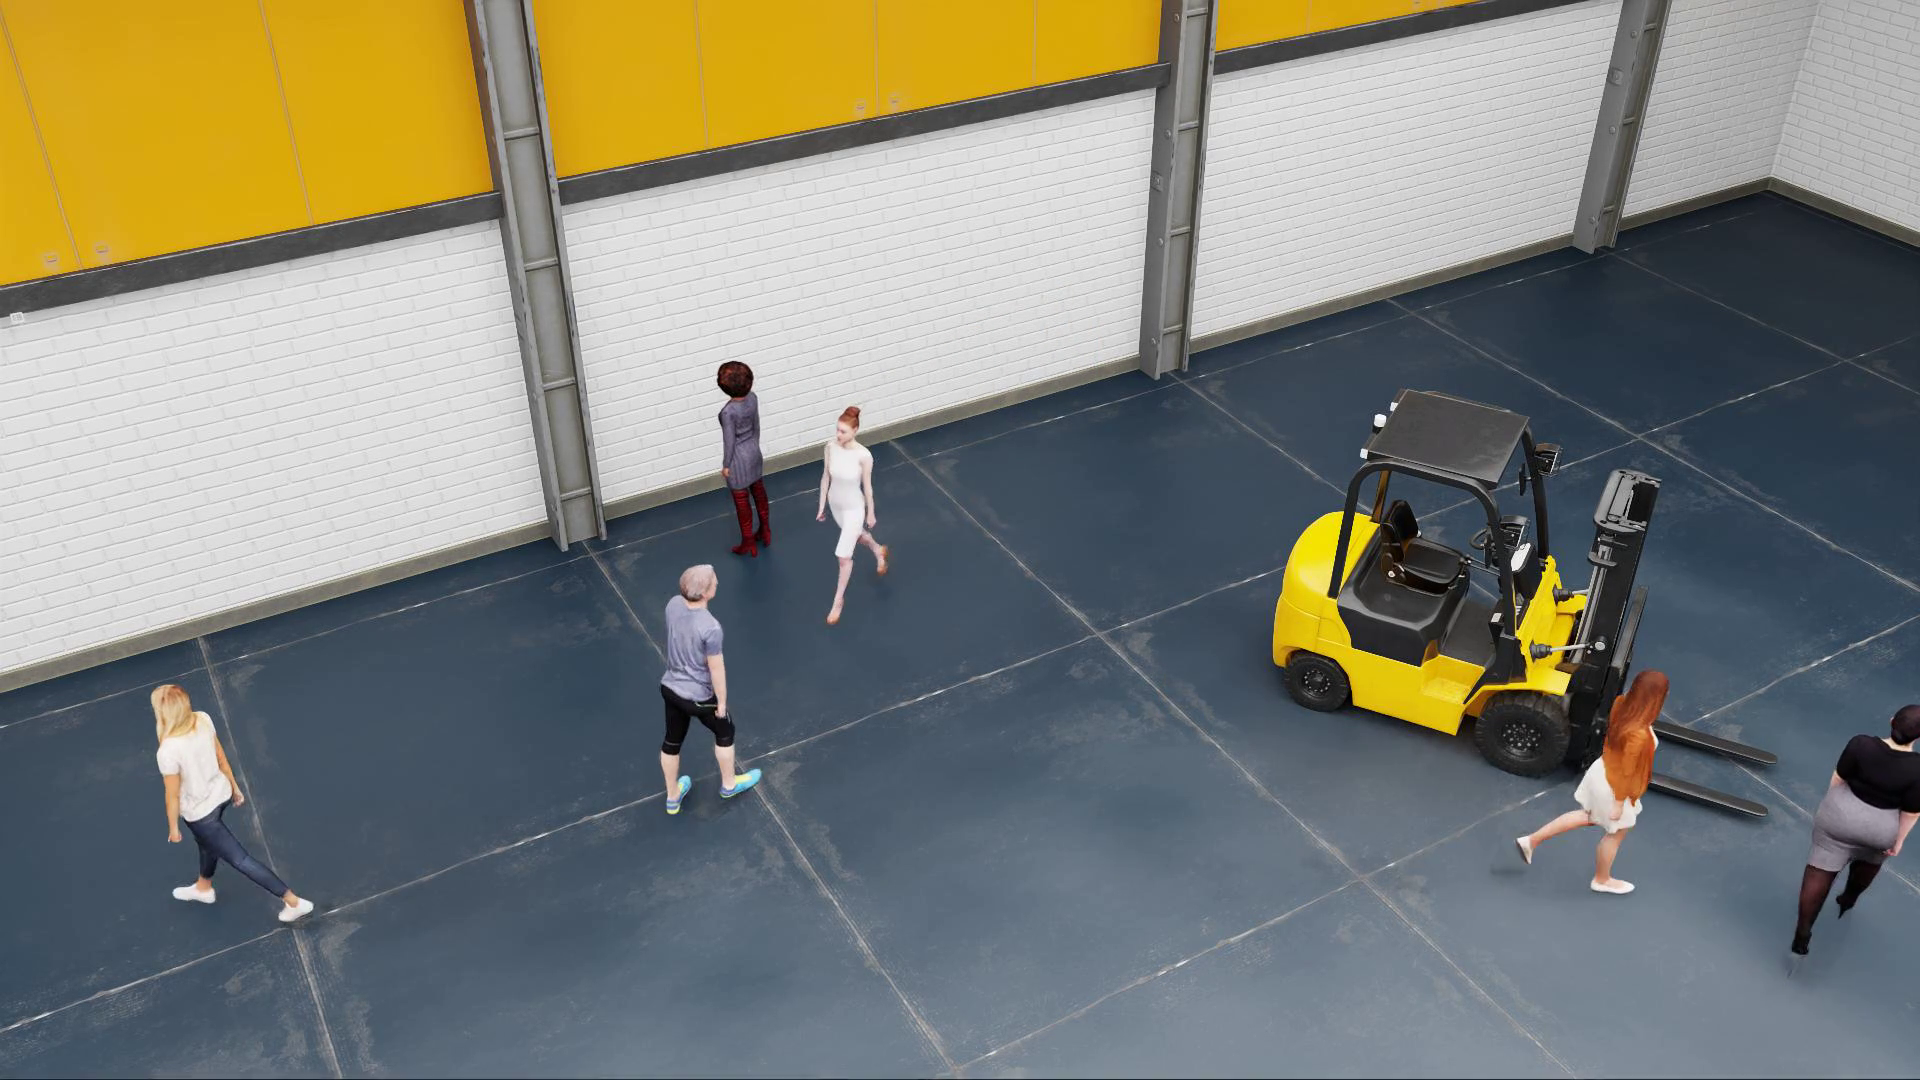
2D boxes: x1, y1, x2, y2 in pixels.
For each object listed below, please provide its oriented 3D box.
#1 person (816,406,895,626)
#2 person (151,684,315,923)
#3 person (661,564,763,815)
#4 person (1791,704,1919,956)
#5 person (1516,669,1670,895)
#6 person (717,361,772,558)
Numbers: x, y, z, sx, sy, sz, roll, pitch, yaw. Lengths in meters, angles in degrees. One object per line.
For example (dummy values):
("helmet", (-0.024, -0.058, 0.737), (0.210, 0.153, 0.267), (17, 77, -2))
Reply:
("person", (-0.788, -0.252, 12.673), (0.924, 1.755, 1.192), (20, 39, 27))
("person", (-4.362, 1.606, 9.865), (1.236, 1.769, 1.116), (6, 34, 8))
("person", (-1.756, 1.008, 10.683), (0.823, 1.860, 0.953), (22, 39, 29))
("person", (5.245, 1.719, 9.734), (0.965, 1.726, 1.199), (21, 39, 28))
("person", (3.878, 1.481, 10.116), (1.084, 1.700, 0.945), (3, 34, 4))
("person", (-1.731, -0.650, 13.314), (0.724, 1.709, 0.592), (21, 39, 28))
